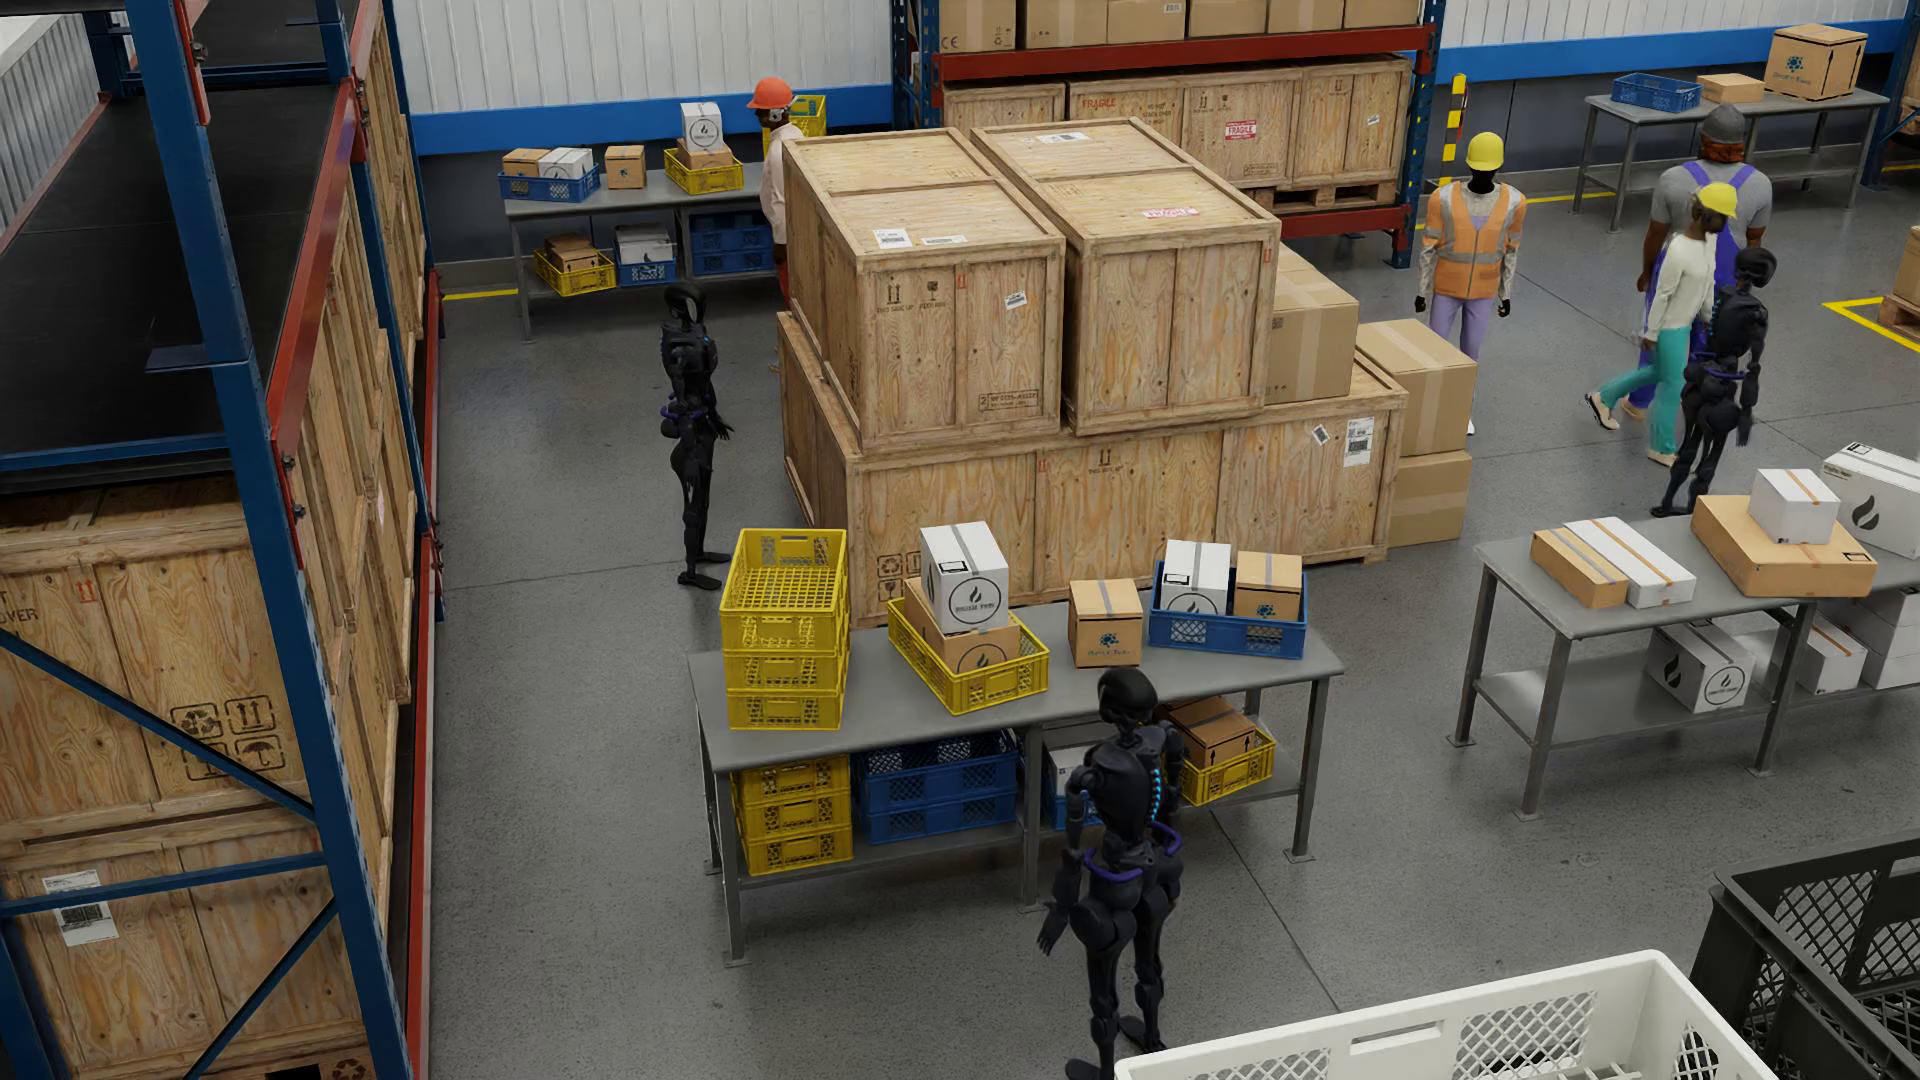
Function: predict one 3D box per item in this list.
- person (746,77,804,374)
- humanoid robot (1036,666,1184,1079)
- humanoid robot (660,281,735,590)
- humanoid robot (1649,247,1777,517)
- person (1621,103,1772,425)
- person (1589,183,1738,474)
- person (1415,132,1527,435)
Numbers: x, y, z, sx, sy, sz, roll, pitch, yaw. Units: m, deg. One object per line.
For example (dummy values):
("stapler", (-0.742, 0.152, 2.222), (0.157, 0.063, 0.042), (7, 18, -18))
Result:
("person", (-1.177, -2.099, 11.155), (0.412, 1.985, 0.608), (1, 29, 2))
("humanoid robot", (0.533, 1.145, 5.564), (0.591, 1.657, 0.327), (-23, 36, -35))
("humanoid robot", (-1.370, -0.558, 8.655), (0.314, 1.657, 0.608), (2, 29, 4))
("humanoid robot", (4.168, -0.812, 9.126), (0.360, 1.647, 0.570), (-2, 29, -4))
("person", (4.575, -1.710, 10.386), (0.681, 2.000, 0.537), (5, 29, 10))
("person", (4.247, -1.332, 10.016), (0.749, 1.725, 0.525), (23, 36, 35))
("person", (3.108, -1.556, 10.222), (0.591, 1.925, 0.382), (3, 29, 6))
